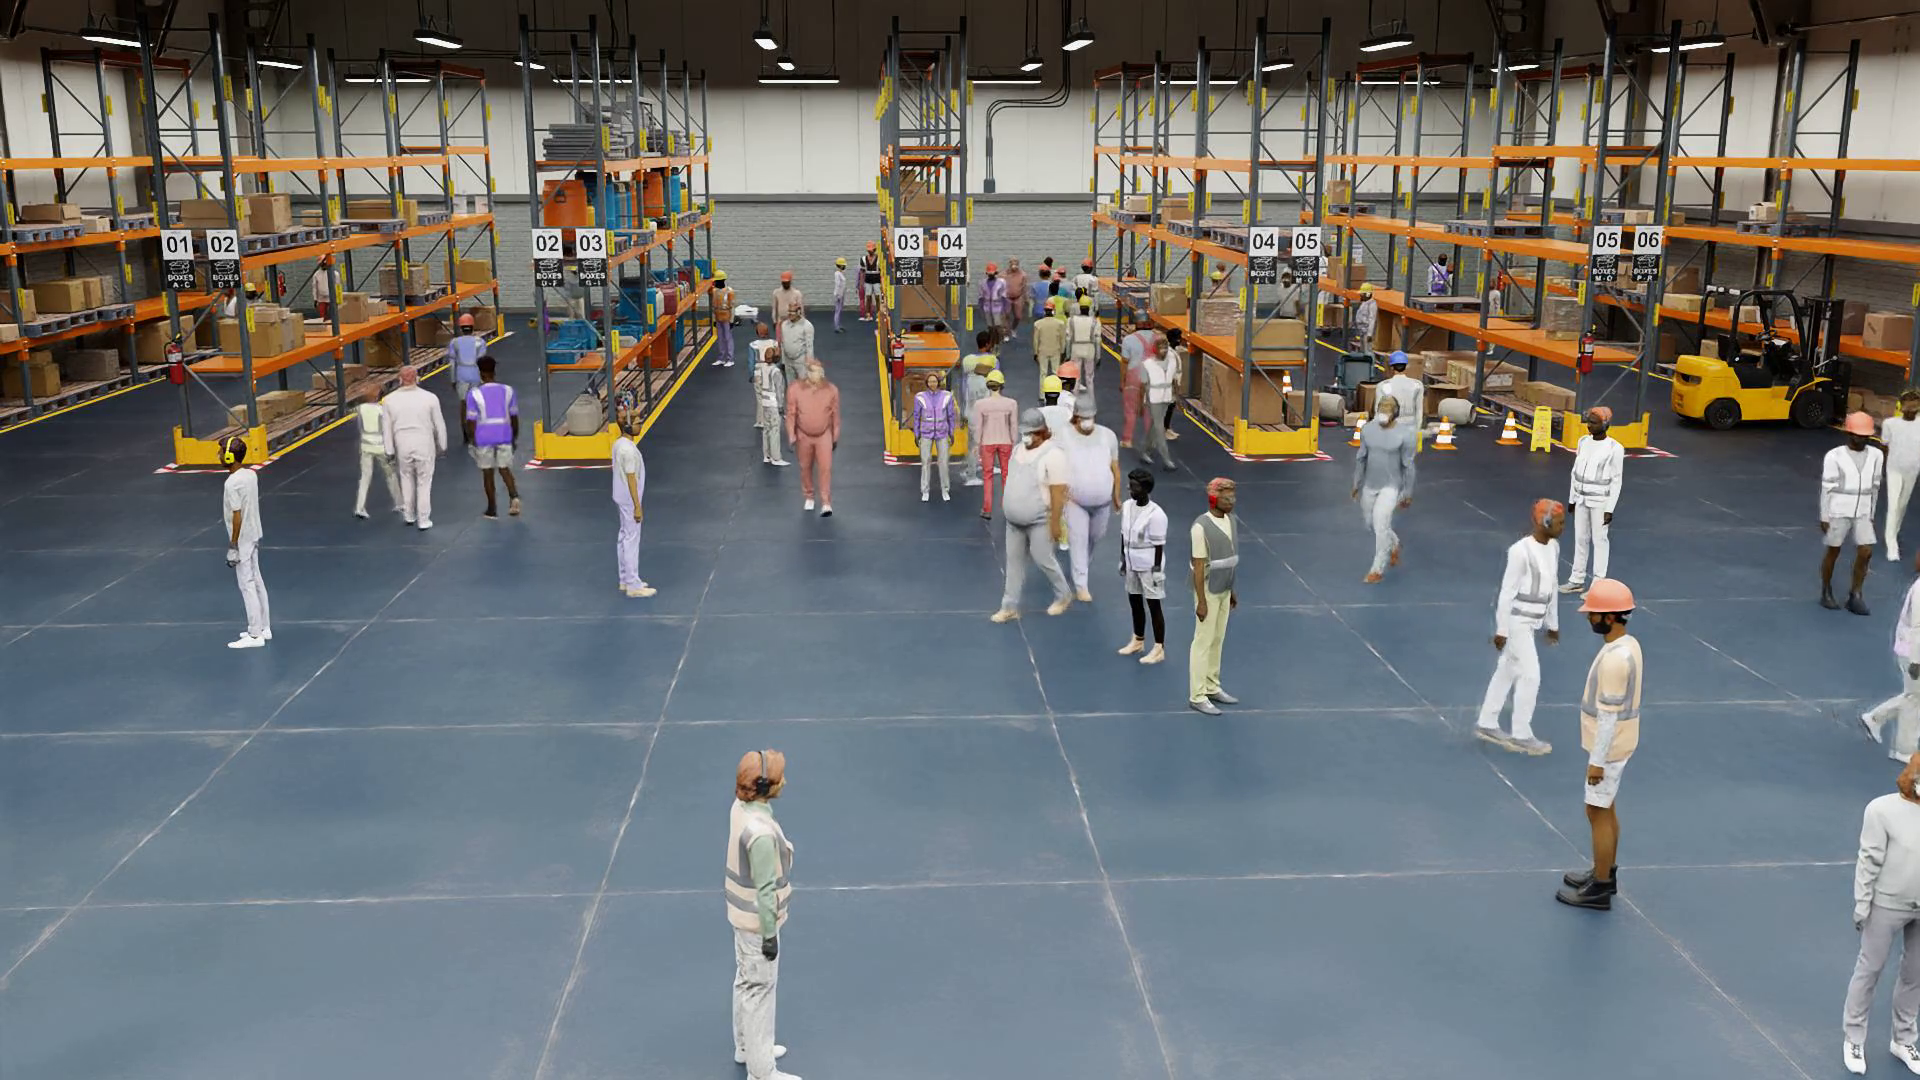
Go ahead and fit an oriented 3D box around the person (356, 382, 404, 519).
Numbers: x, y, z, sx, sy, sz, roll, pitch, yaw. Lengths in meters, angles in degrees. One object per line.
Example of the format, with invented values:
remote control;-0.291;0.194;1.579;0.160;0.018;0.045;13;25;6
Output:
person;-6.935;-1.067;19.730;0.519;1.602;0.839;3;14;14

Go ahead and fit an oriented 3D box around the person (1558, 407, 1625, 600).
person;6.131;-0.360;16.133;0.355;1.883;0.575;-6;15;-24

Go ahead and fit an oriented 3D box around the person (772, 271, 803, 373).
person;-3.371;-4.219;32.290;0.647;1.962;0.775;2;13;10

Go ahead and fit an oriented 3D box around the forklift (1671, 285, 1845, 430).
forklift;12.503;-2.886;26.166;2.313;2.155;1.214;-1;13;-3

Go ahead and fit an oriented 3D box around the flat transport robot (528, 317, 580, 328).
flat transport robot;-9.763;-5.268;40.376;1.431;0.197;0.652;9;16;34

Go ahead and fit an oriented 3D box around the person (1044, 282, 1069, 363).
person;1.977;-4.359;33.566;0.554;1.651;0.809;-5;14;-19

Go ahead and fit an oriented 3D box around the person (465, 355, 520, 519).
person;-5.457;-1.187;19.508;0.623;1.945;0.566;-9;16;-34

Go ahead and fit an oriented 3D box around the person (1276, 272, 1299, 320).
person;6.760;-4.615;34.302;0.538;1.831;0.965;5;14;20

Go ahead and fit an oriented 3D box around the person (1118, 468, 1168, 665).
person;1.552;0.217;14.116;0.328;1.689;0.538;-8;15;-29

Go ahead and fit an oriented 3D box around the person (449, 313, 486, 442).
person;-7.348;-2.434;24.884;0.555;1.906;0.911;-2;13;-8

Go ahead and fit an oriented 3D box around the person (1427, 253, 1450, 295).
person;11.540;-5.968;39.982;0.626;1.842;0.429;-2;13;-7

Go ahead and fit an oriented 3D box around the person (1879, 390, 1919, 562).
person;10.097;-0.717;17.835;0.497;1.807;1.033;4;14;15

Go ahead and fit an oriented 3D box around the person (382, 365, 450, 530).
person;-6.236;-1.079;19.170;0.664;1.885;0.678;0;13;-1

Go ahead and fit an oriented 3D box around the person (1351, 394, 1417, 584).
person;4.341;-0.545;16.851;0.772;1.915;0.631;-11;17;-39

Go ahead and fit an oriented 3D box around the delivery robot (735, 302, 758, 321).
delivery robot;-5.353;-5.624;41.076;0.707;0.478;0.477;-4;14;-17

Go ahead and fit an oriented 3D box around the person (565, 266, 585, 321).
person;-8.908;-5.604;38.709;0.529;1.704;0.908;-10;17;-37

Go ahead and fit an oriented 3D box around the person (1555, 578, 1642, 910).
person;3.695;1.167;9.585;0.386;1.924;0.548;6;15;25

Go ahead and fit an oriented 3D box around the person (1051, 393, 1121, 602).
person;1.211;-0.486;16.328;0.677;2.000;0.924;-4;14;-15

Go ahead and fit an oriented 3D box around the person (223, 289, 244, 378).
person;-13.777;-4.005;31.698;0.494;1.823;0.670;-12;18;-42

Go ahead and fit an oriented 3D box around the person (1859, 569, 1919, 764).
person;6.740;0.794;11.777;0.435;1.626;0.539;10;16;35

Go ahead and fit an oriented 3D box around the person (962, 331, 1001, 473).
person;0.284;-1.838;22.318;0.590;1.919;0.394;10;17;36

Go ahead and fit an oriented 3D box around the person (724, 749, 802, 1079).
person;-0.931;1.752;7.726;0.311;1.631;0.506;-4;14;-17

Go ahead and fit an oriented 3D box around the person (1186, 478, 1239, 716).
person;1.964;0.417;12.919;0.389;1.846;0.567;9;16;33

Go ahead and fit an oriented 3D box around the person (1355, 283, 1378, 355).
person;7.662;-3.930;31.401;0.404;1.822;0.596;-1;13;-5

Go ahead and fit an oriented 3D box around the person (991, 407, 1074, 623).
person;0.689;-0.258;15.361;0.803;2.000;0.692;-11;17;-39

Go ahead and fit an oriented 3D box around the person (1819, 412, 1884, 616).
person;8.347;-0.235;15.536;0.566;1.909;0.730;0;13;2

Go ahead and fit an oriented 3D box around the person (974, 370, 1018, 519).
person;0.416;-1.120;19.604;0.526;1.765;0.329;-2;13;-7

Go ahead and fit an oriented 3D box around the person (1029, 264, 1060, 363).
person;1.764;-4.630;34.001;0.625;1.982;1.030;7;15;27

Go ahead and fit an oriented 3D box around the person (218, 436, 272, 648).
person;-6.292;0.016;14.566;0.328;1.872;0.515;-1;13;-3

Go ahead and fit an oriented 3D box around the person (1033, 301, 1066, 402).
person;1.539;-3.239;28.625;0.561;1.742;0.337;0;13;2

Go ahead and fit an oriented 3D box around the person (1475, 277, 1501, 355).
person;11.196;-4.747;35.247;0.286;1.633;0.501;-11;17;-38

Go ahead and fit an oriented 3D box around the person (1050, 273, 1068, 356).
person;1.999;-4.749;35.075;0.557;1.720;0.509;-7;15;-28
